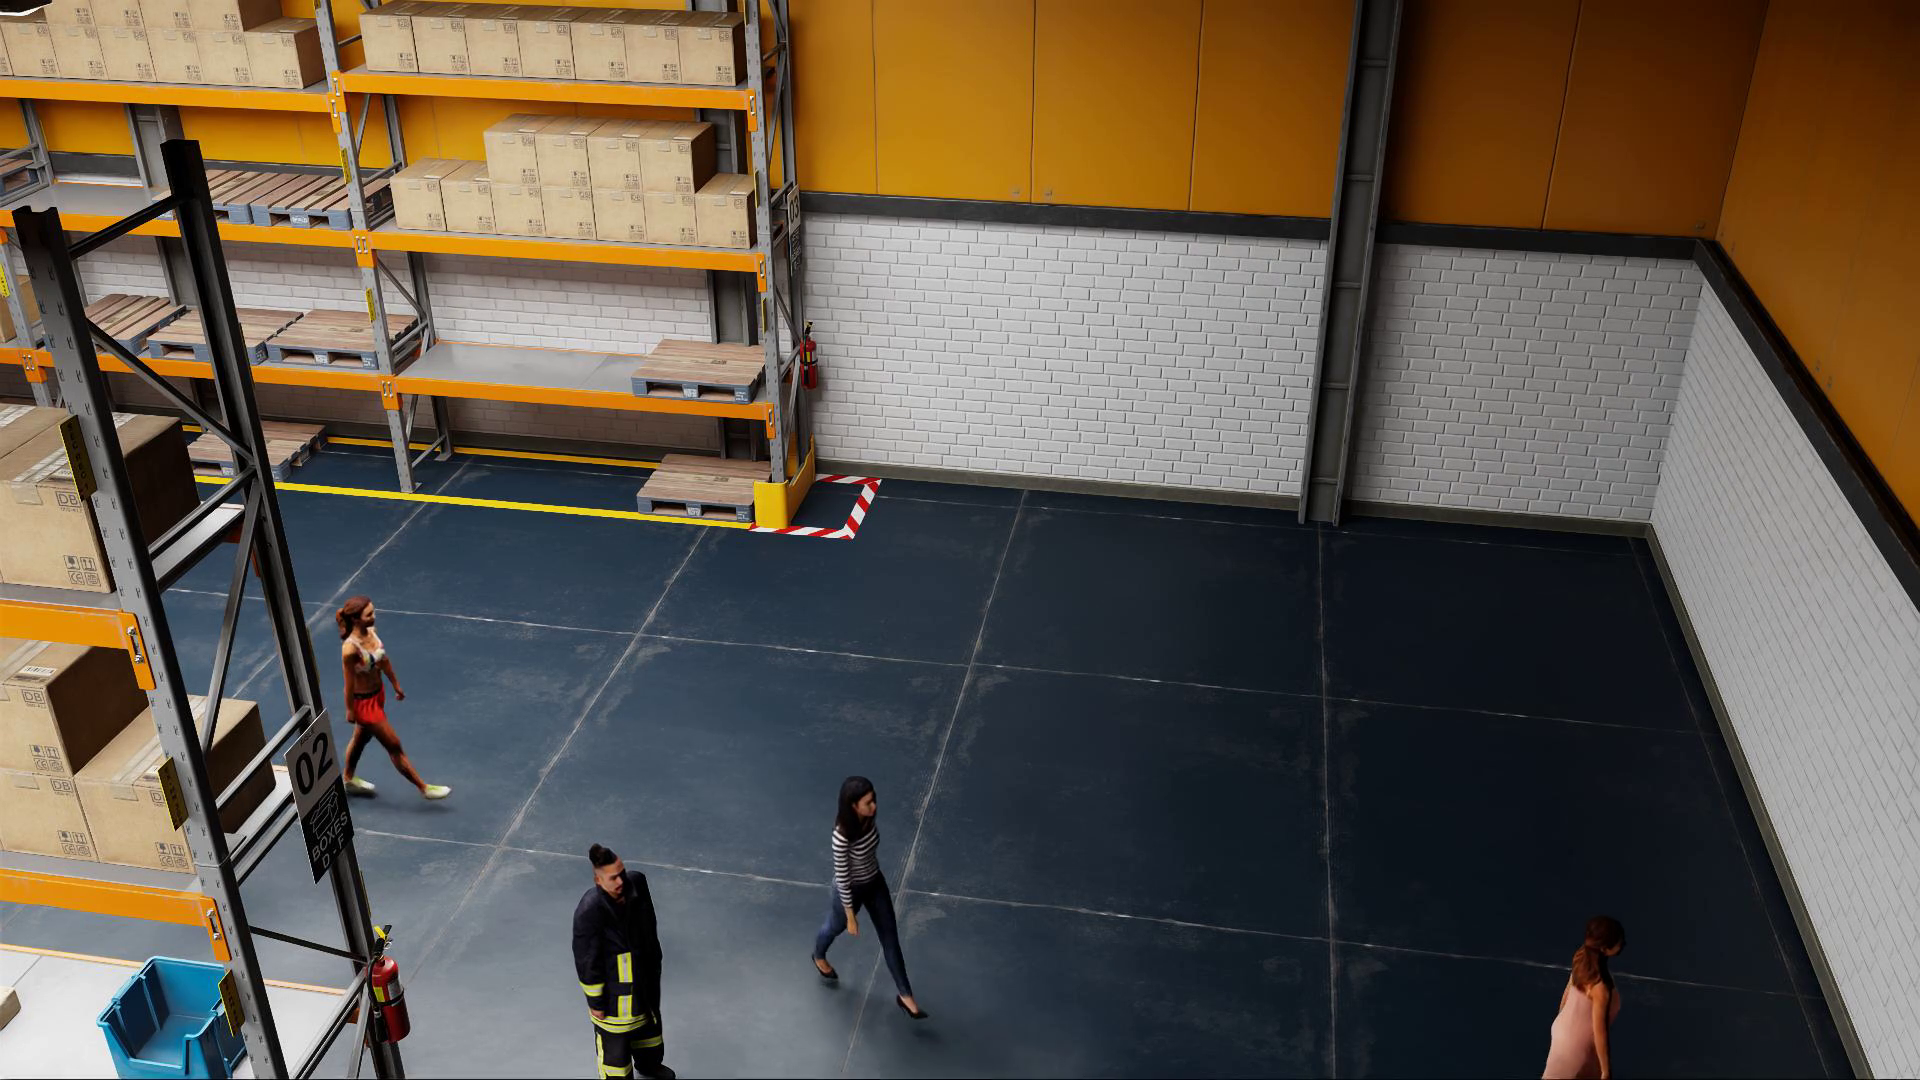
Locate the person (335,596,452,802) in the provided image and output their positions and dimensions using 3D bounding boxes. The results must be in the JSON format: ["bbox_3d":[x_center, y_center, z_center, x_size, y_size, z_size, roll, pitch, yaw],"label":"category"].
[{"bbox_3d":[-4.459,1.204,12.311,1.155,1.739,0.600,4,29,6],"label":"person"}]

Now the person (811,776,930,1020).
[{"bbox_3d":[-0.717,2.222,10.449,1.240,1.734,0.921,17,33,28],"label":"person"}]

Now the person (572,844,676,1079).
[{"bbox_3d":[-1.977,2.529,9.754,0.856,1.861,0.868,18,34,30],"label":"person"}]

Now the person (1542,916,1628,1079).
[{"bbox_3d":[3.335,2.833,9.277,1.056,1.785,0.604,5,29,8],"label":"person"}]
